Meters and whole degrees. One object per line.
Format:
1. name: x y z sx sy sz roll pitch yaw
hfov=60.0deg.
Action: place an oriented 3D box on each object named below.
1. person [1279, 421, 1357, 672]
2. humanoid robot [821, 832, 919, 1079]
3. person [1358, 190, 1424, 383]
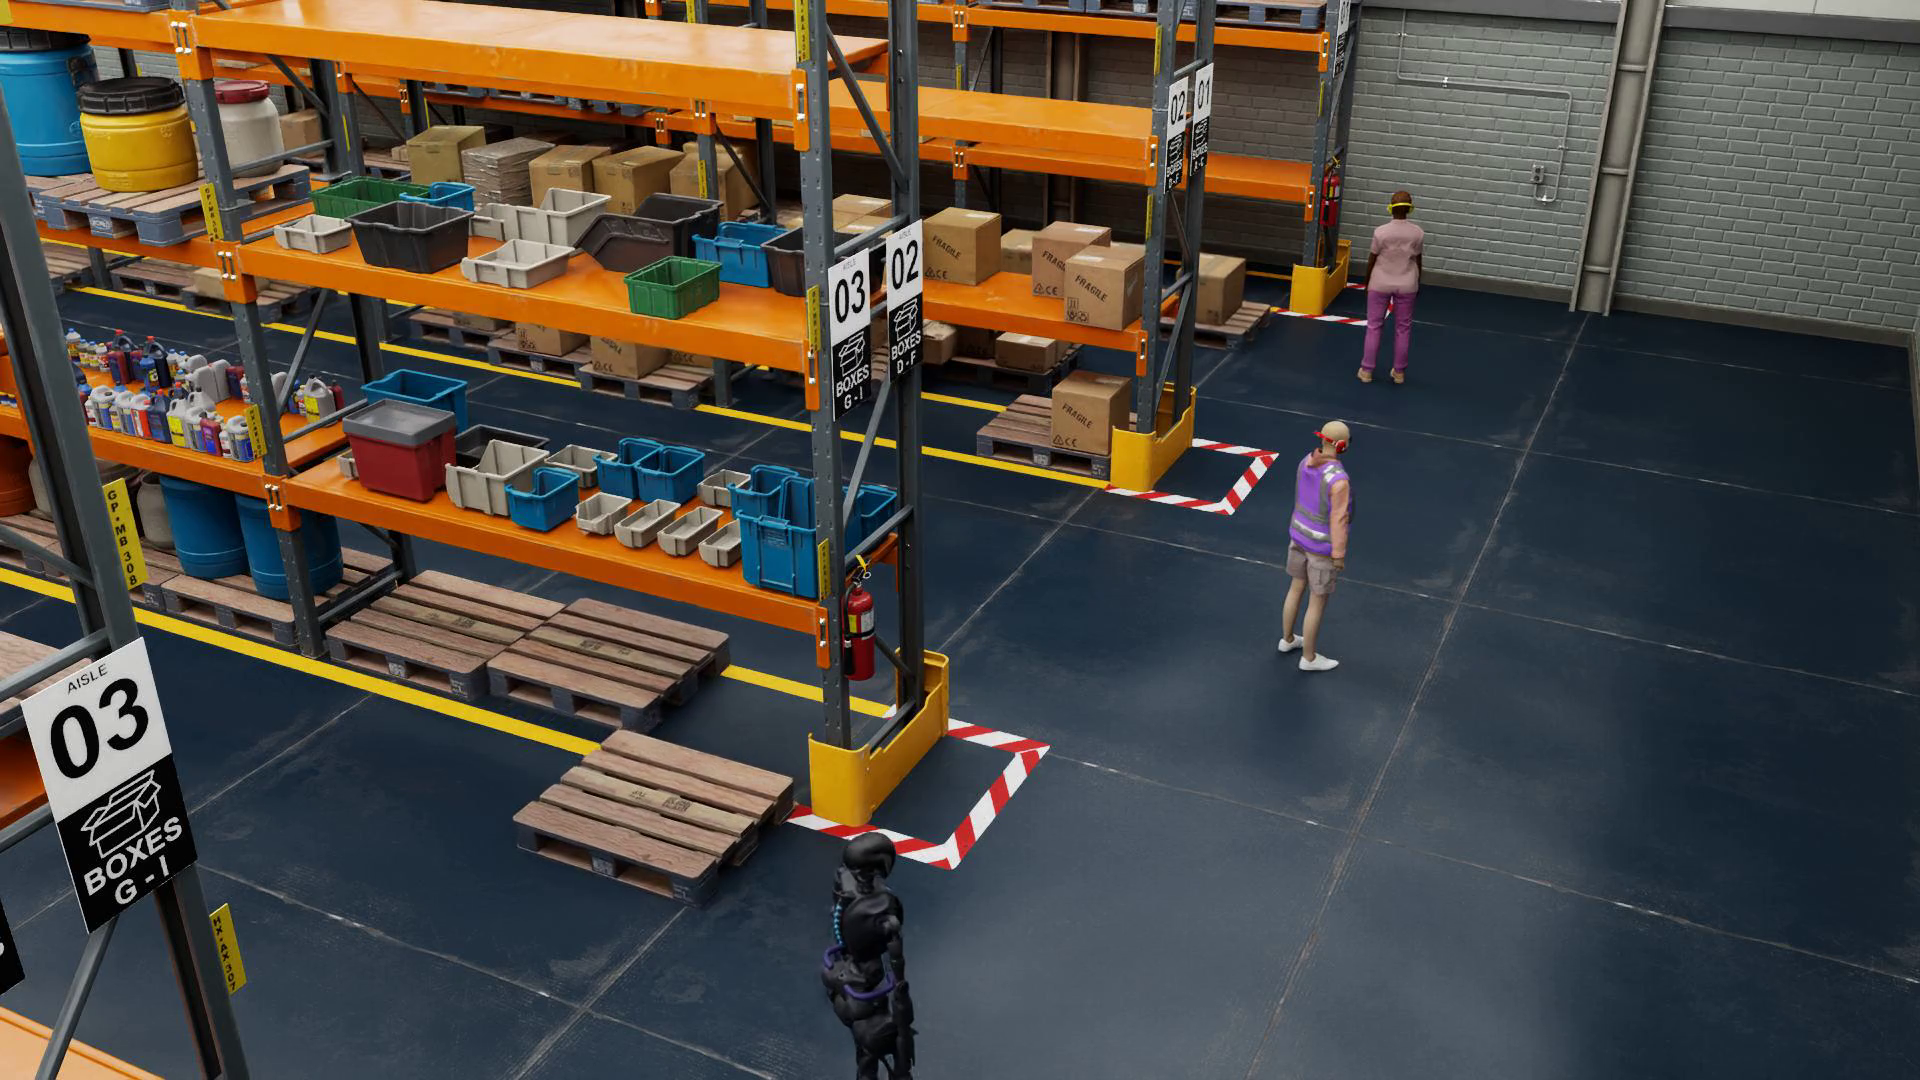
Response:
1. person: 2.288 0.033 10.639 0.349 1.688 0.491 -11 28 -21
2. humanoid robot: -0.417 1.887 6.892 0.413 1.653 0.594 -16 30 -29
3. person: 3.977 -2.316 15.280 0.506 1.794 0.336 4 26 7
